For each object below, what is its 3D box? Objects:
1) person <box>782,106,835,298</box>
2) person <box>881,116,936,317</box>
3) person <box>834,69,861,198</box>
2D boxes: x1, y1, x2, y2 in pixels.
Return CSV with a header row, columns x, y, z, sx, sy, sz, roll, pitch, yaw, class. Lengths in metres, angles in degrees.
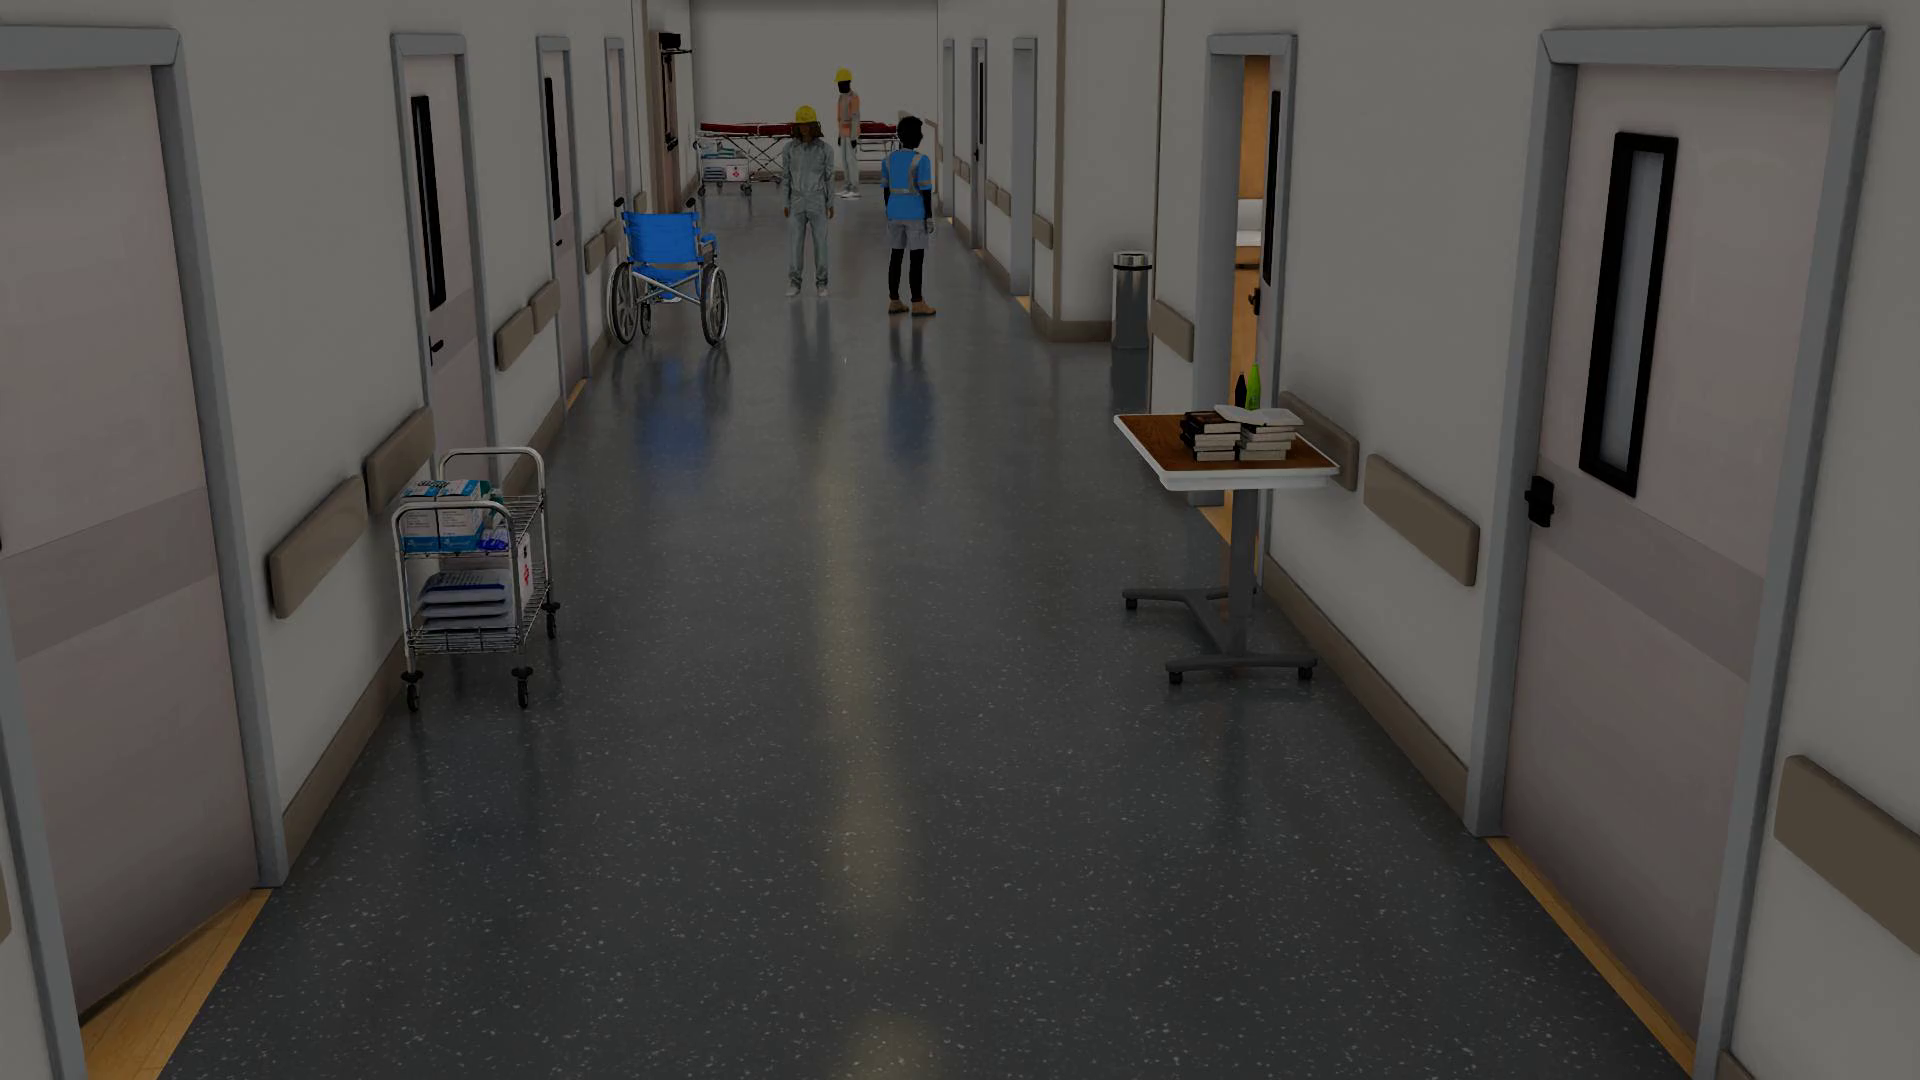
x,y,z,sx,sy,sz,roll,pitch,yaw,class
-1.399,-3.107,15.343,0.485,1.744,0.308,1,17,4,person
-0.441,-2.787,14.347,0.539,1.698,0.318,13,21,38,person
-1.725,-6.202,25.391,0.413,1.917,0.592,-8,18,-24,person
